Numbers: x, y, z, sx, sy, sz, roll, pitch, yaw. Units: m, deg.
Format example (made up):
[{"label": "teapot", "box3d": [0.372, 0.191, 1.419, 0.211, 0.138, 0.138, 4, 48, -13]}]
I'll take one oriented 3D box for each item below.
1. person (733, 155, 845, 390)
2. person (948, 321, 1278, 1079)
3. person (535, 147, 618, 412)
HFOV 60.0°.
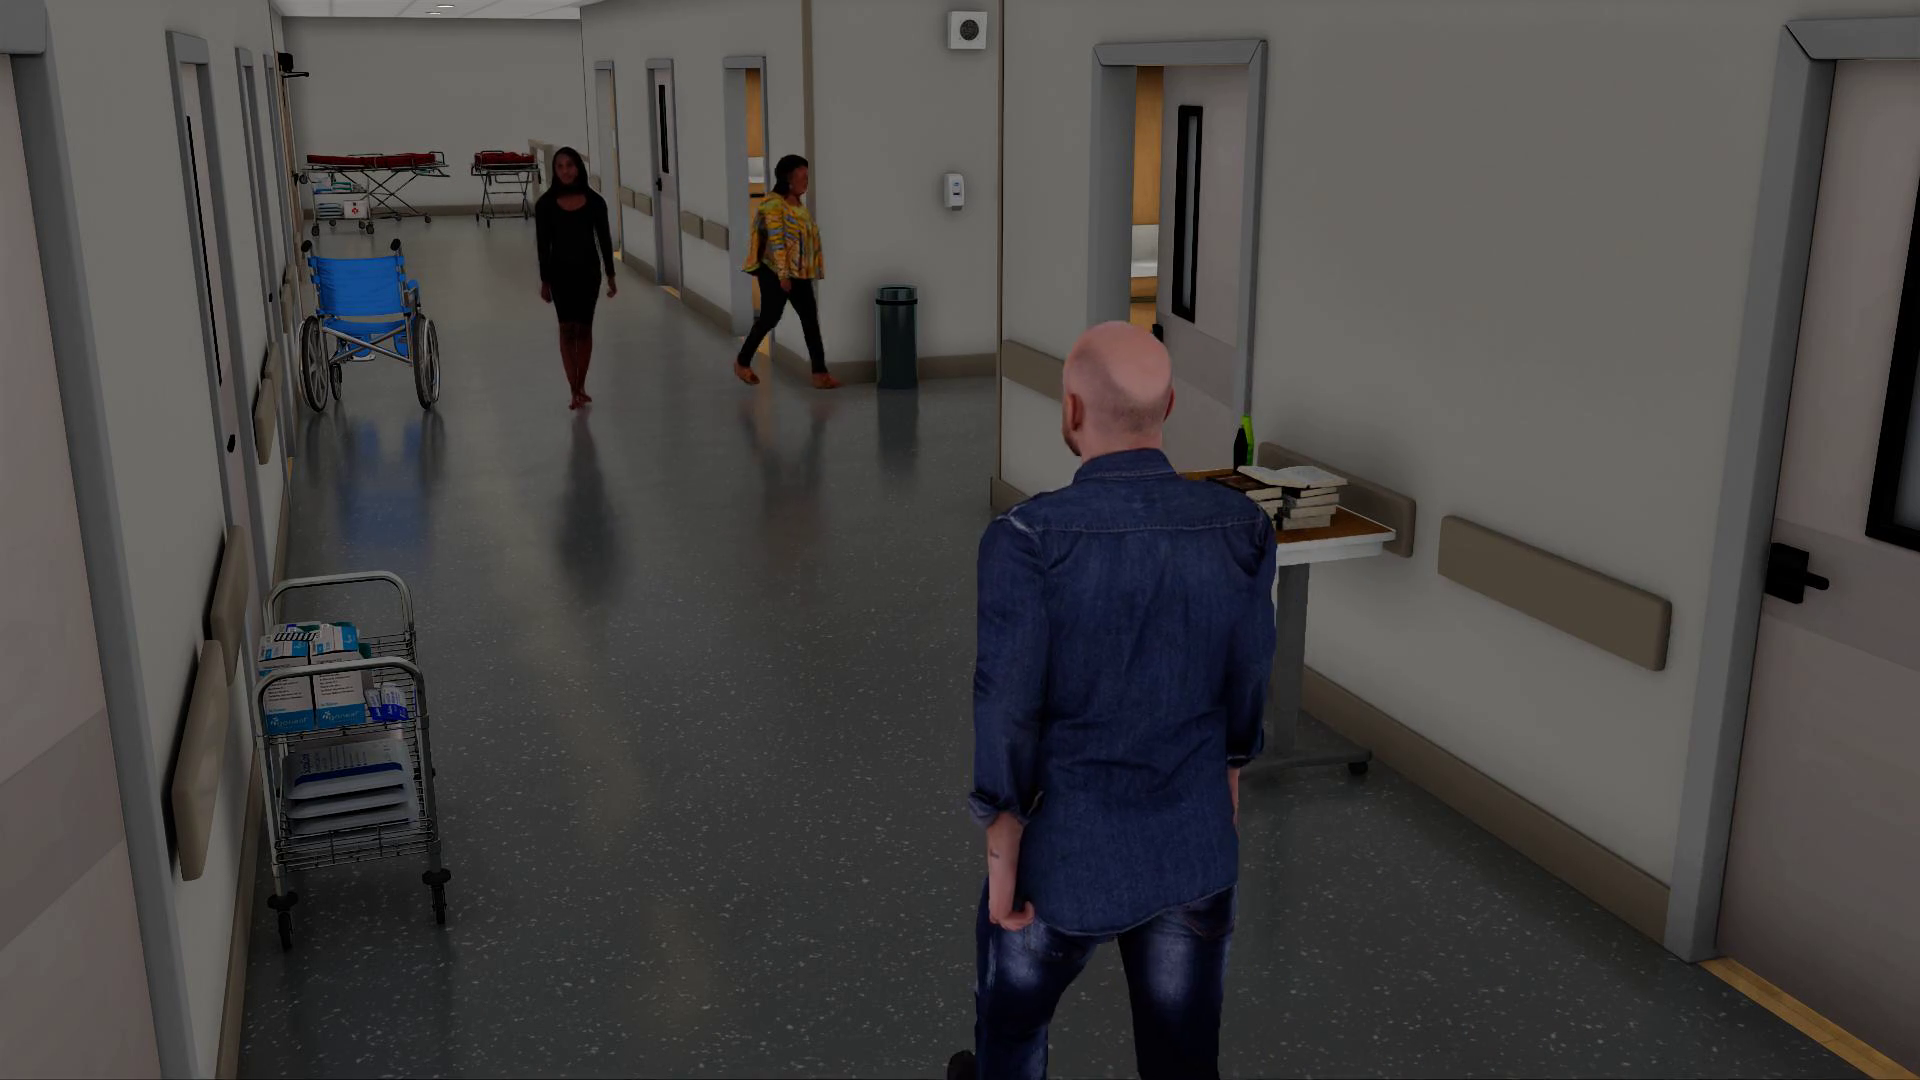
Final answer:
[{"label": "person", "box3d": [-1.296, -1.817, 11.583, 1.178, 1.601, 1.129, 6, 17, 22]}, {"label": "person", "box3d": [0.289, 0.583, 2.739, 0.757, 1.780, 1.151, -5, 17, -17]}, {"label": "person", "box3d": [-2.583, -1.738, 11.127, 0.634, 1.696, 0.887, -7, 17, -22]}]
